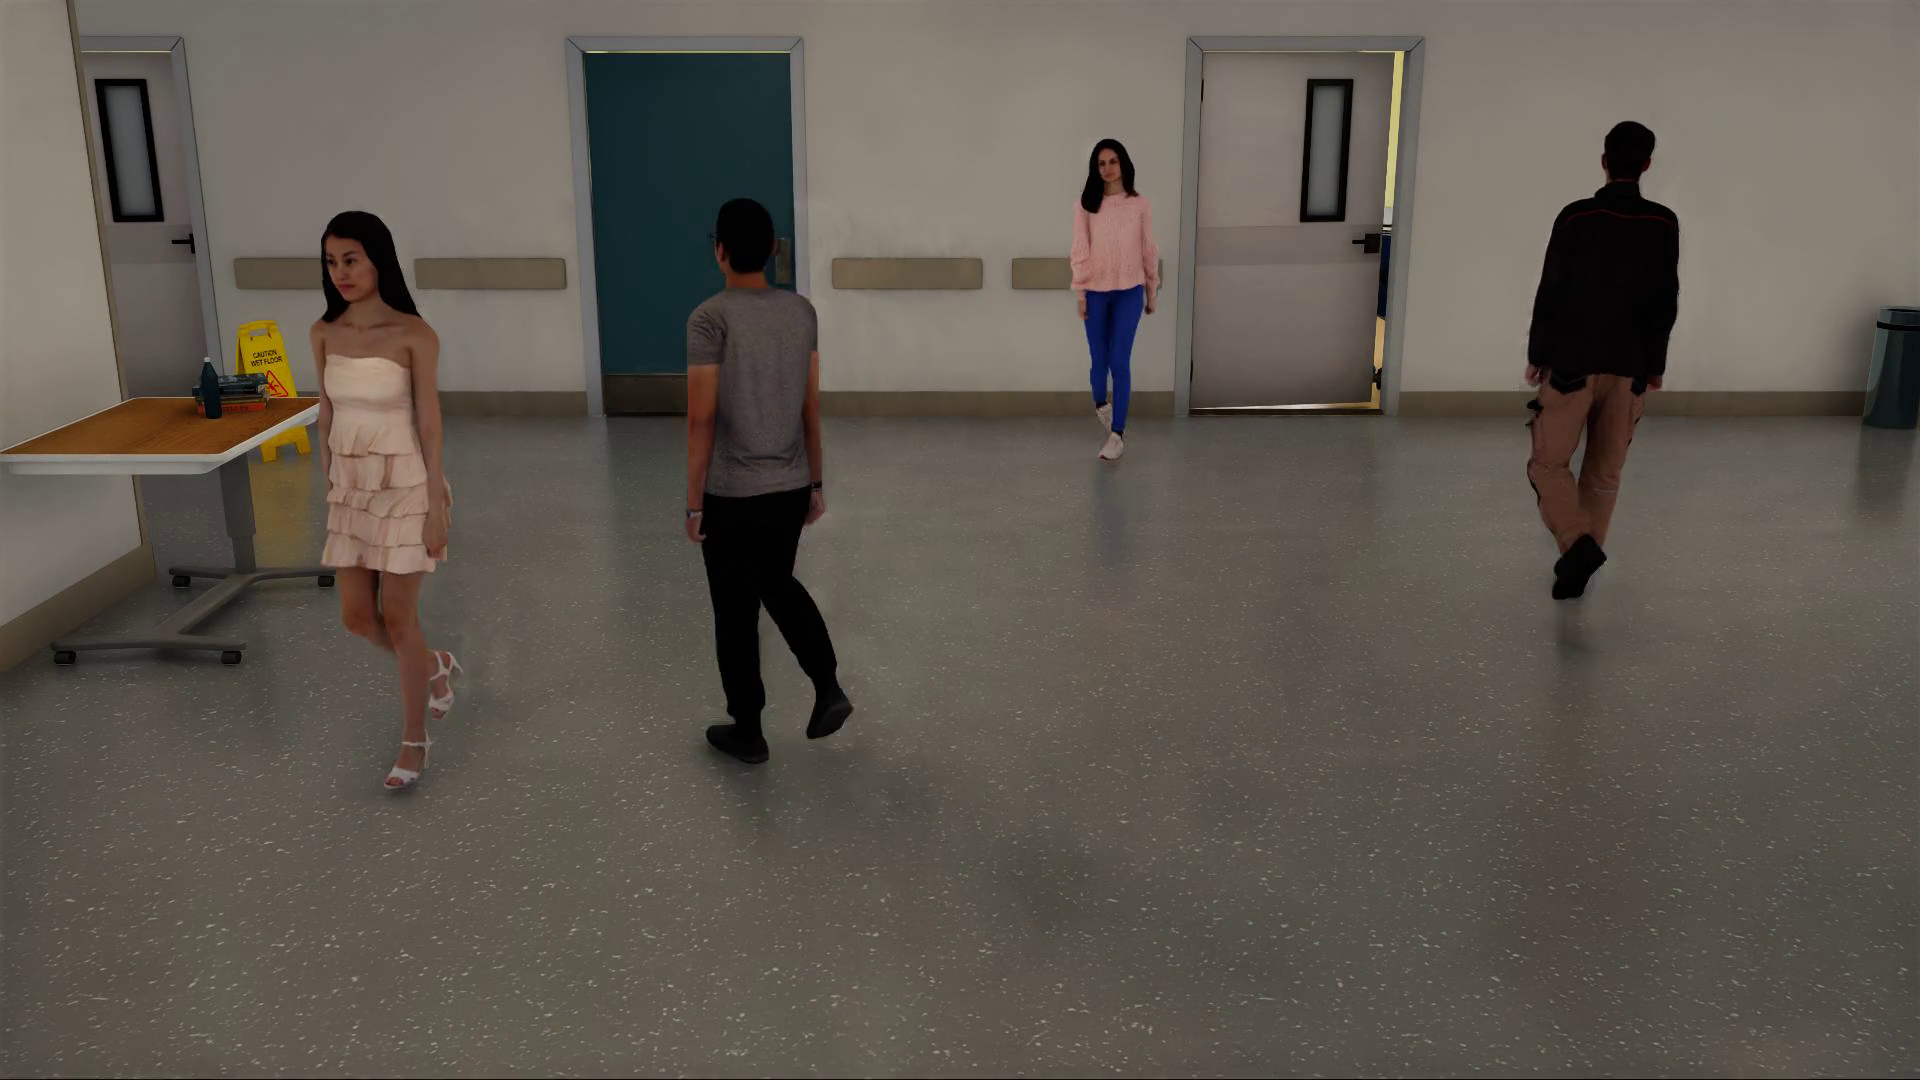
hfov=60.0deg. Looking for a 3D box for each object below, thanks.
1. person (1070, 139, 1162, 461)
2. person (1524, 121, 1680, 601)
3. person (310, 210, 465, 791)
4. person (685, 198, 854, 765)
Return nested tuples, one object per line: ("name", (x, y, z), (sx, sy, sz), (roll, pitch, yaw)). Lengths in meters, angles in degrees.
("person", (0.861, -1.343, 9.324), (1.054, 1.731, 0.849), (2, 16, 7))
("person", (2.509, -0.658, 6.557), (0.938, 1.913, 0.803), (1, 16, 5))
("person", (-1.655, -0.112, 4.973), (0.741, 1.722, 0.758), (4, 16, 15))
("person", (-0.577, -0.133, 5.009), (0.852, 1.744, 0.911), (-15, 21, -42))
